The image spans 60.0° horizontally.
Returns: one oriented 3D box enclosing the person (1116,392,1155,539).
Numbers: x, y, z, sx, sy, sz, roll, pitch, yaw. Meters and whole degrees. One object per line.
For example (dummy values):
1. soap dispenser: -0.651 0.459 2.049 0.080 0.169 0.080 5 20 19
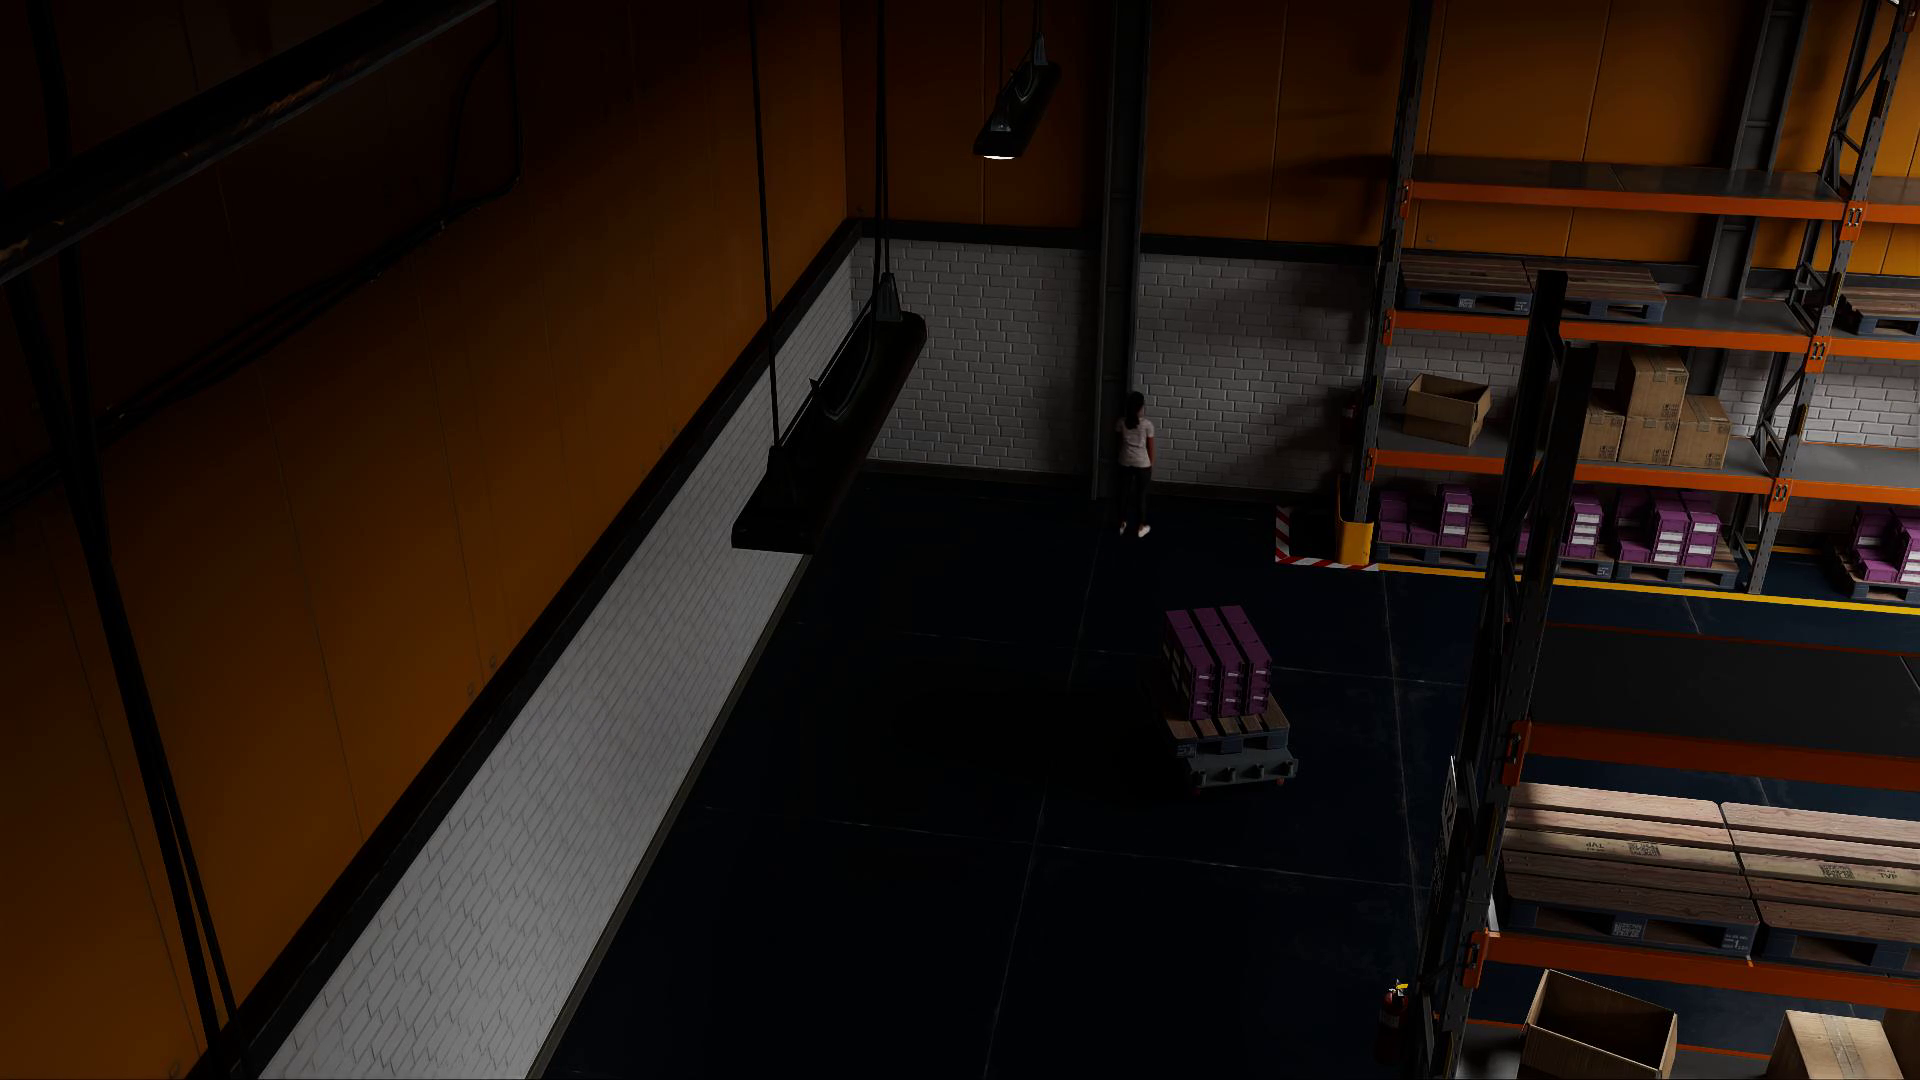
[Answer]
1. person: 1.861 -0.817 17.787 0.518 1.644 0.667 10 30 18
